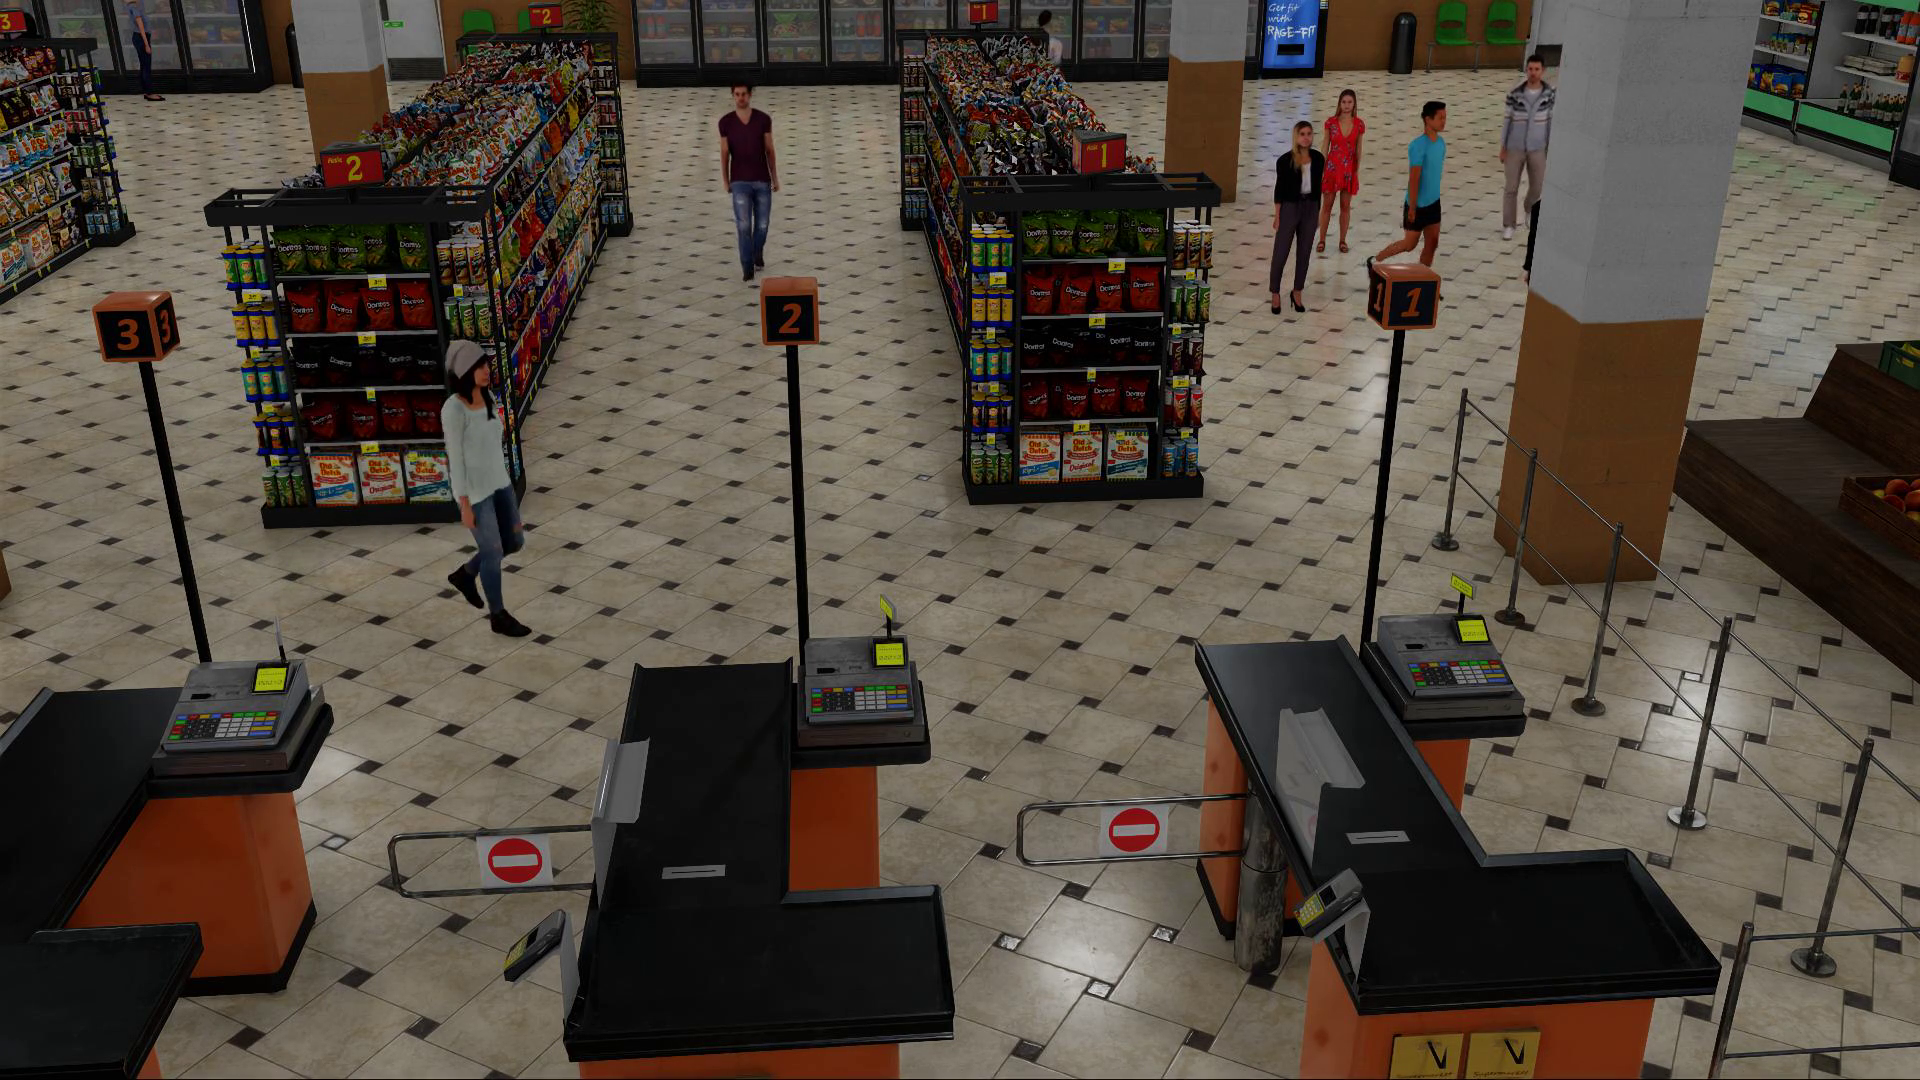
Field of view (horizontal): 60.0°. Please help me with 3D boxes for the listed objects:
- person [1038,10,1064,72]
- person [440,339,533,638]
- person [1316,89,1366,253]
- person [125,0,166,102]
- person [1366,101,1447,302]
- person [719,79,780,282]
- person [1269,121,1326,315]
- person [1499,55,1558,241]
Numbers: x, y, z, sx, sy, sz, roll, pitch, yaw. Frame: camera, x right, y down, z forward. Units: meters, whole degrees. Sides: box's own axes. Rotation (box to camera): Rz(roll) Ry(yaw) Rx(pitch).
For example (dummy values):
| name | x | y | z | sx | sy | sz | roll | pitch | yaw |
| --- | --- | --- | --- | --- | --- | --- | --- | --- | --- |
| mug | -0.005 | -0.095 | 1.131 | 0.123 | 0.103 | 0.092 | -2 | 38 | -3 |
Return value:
| name | x | y | z | sx | sy | sz | roll | pitch | yaw |
| --- | --- | --- | --- | --- | --- | --- | --- | --- | --- |
| person | 1.027 | -5.680 | 20.851 | 0.937 | 1.825 | 1.030 | 12 | 27 | 26 |
| person | -2.571 | -0.262 | 8.708 | 0.827 | 1.633 | 0.821 | 9 | 25 | 20 |
| person | 3.791 | -3.677 | 16.561 | 0.617 | 1.593 | 0.609 | 3 | 24 | 8 |
| person | -12.482 | -7.595 | 25.355 | 0.722 | 1.723 | 0.605 | -15 | 28 | -31 |
| person | 4.033 | -3.008 | 14.838 | 1.103 | 1.750 | 1.004 | 21 | 31 | 40 |
| person | -1.965 | -3.394 | 15.643 | 0.754 | 1.812 | 1.180 | -4 | 24 | -10 |
| person | 2.930 | -2.804 | 14.471 | 0.626 | 1.670 | 0.575 | -5 | 24 | -11 |
| person | 5.826 | -4.039 | 17.079 | 0.848 | 1.843 | 0.923 | 8 | 25 | 17 |
